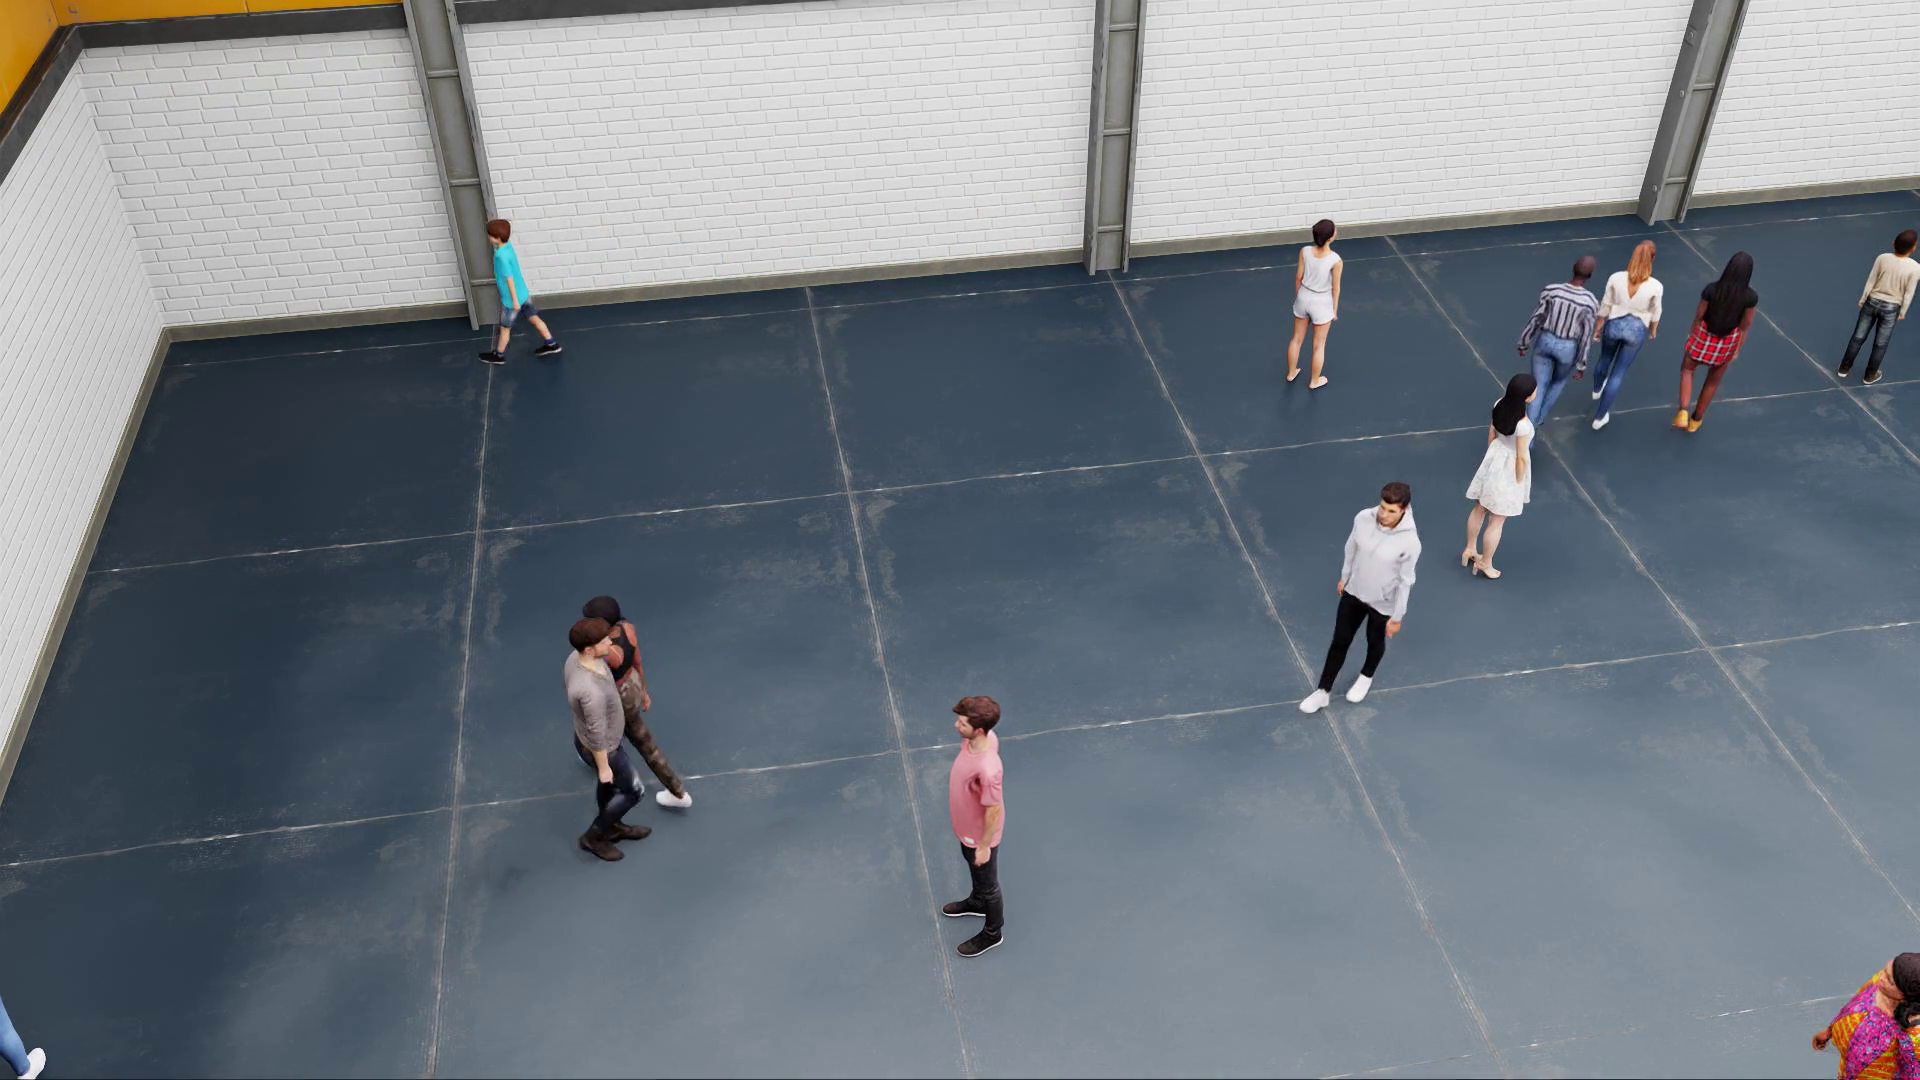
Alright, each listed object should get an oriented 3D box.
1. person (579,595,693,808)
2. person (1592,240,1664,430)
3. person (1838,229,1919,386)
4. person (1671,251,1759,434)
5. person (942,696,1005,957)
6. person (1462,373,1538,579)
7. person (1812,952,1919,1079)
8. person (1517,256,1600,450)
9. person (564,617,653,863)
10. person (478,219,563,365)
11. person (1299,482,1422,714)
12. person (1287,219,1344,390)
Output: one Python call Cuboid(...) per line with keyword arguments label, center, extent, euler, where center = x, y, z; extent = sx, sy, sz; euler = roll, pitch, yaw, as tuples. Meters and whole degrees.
Cuboid(label="person", center=(-2.065, 1.074, 10.585), extent=(1.199, 1.650, 0.934), euler=(13, 40, 16))
Cuboid(label="person", center=(5.581, -1.692, 14.012), extent=(0.964, 1.695, 1.026), euler=(23, 44, 26))
Cuboid(label="person", center=(8.126, -2.061, 14.659), extent=(0.628, 1.465, 0.676), euler=(28, 46, 30))
Cuboid(label="person", center=(6.268, -1.584, 13.864), extent=(0.789, 1.712, 0.833), euler=(16, 41, 19))
Cuboid(label="person", center=(0.115, 1.637, 9.634), extent=(0.562, 1.958, 0.656), euler=(-10, 40, -13))
Cuboid(label="person", center=(4.049, -0.482, 12.434), extent=(0.669, 1.774, 0.677), euler=(-11, 40, -14))
Cuboid(label="person", center=(4.778, 2.706, 8.546), extent=(1.024, 1.644, 0.846), euler=(4, 39, 4))
Cuboid(label="person", center=(4.894, -1.460, 13.673), extent=(1.040, 1.757, 1.084), euler=(16, 41, 19))
Cuboid(label="person", center=(-2.282, 1.244, 10.180), extent=(0.754, 1.891, 0.734), euler=(-11, 40, -14))
Cuboid(label="person", center=(-3.926, -2.215, 14.892), extent=(0.964, 1.415, 0.580), euler=(-4, 39, -5))
Cuboid(label="person", center=(2.859, 0.326, 11.316), extent=(1.015, 1.907, 1.092), euler=(29, 47, 31))
Cuboid(label="person", center=(3.103, -2.076, 14.565), extent=(0.653, 1.607, 0.709), euler=(25, 45, 28))
